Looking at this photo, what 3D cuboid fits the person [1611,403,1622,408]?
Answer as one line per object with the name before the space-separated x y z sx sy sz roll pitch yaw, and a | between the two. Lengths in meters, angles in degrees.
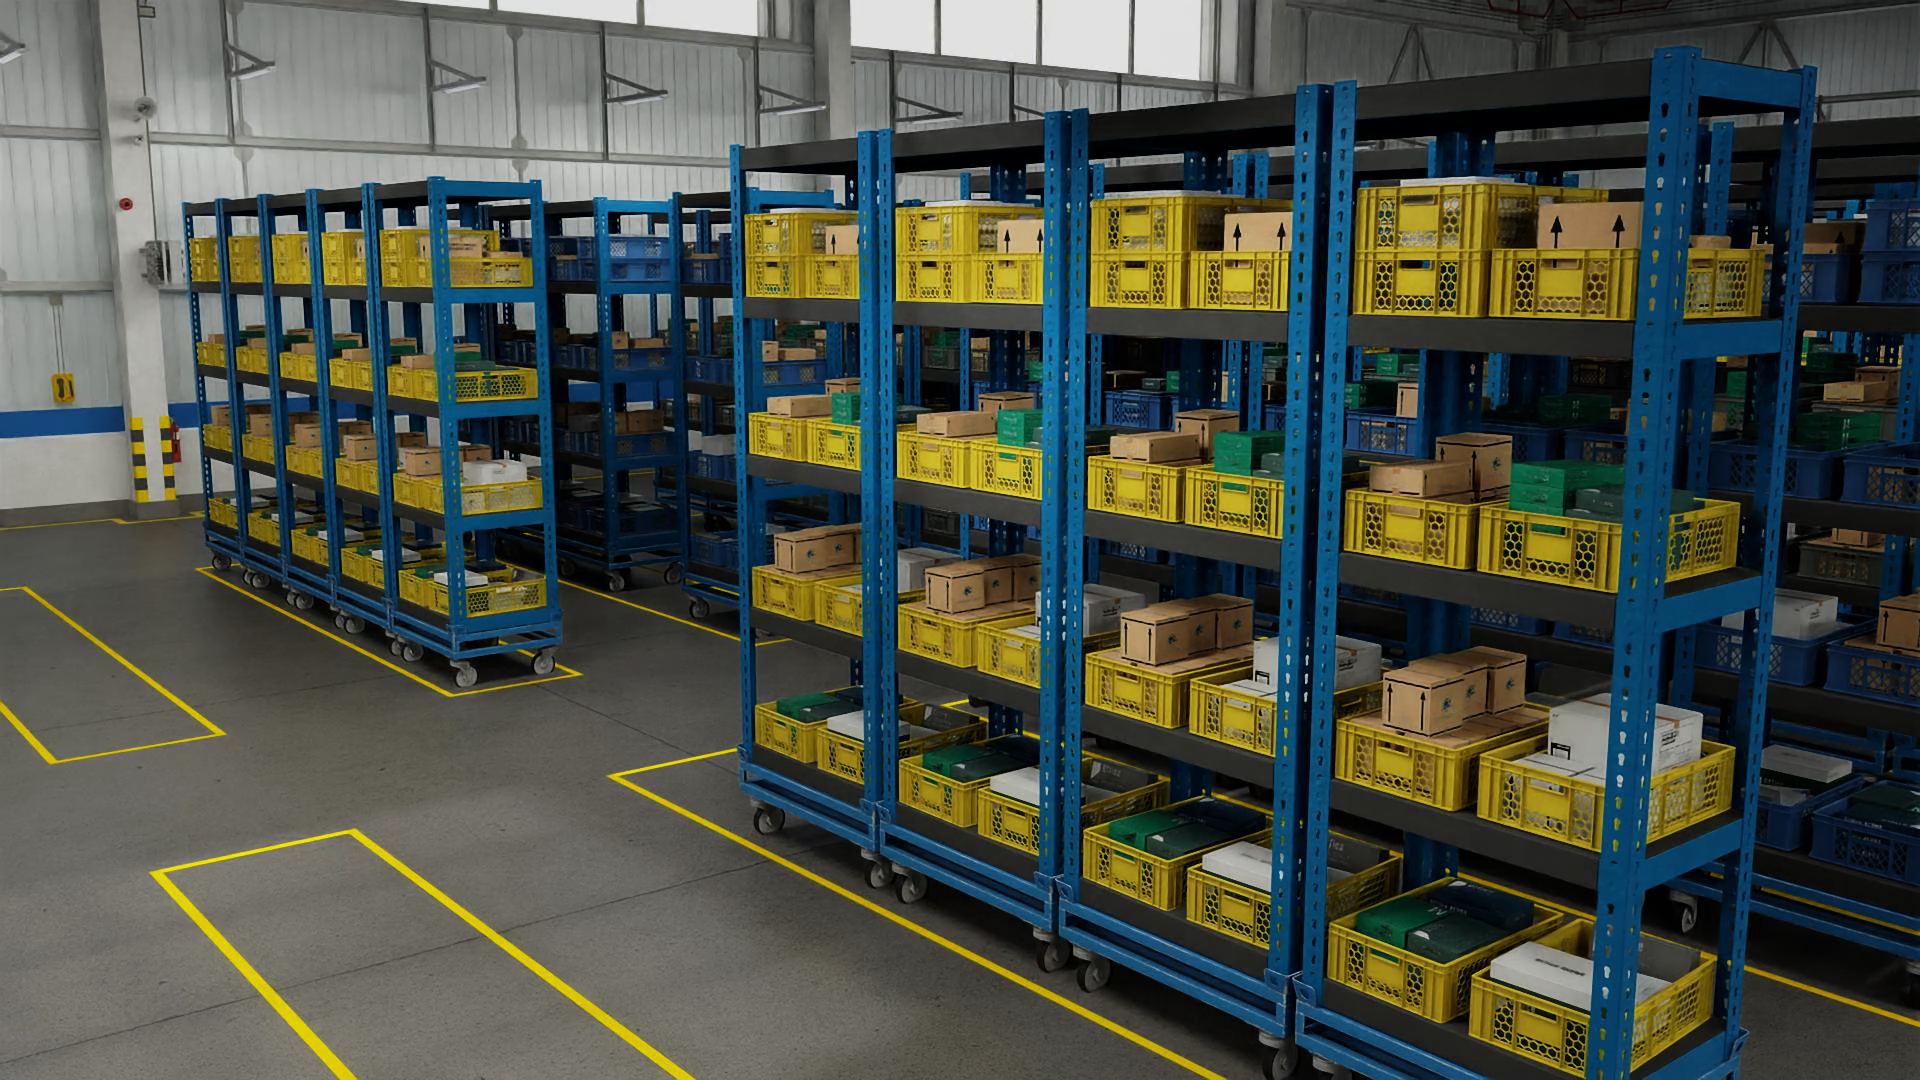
person | 7.754 -1.200 20.067 0.958 1.789 0.588 -8 12 -39
